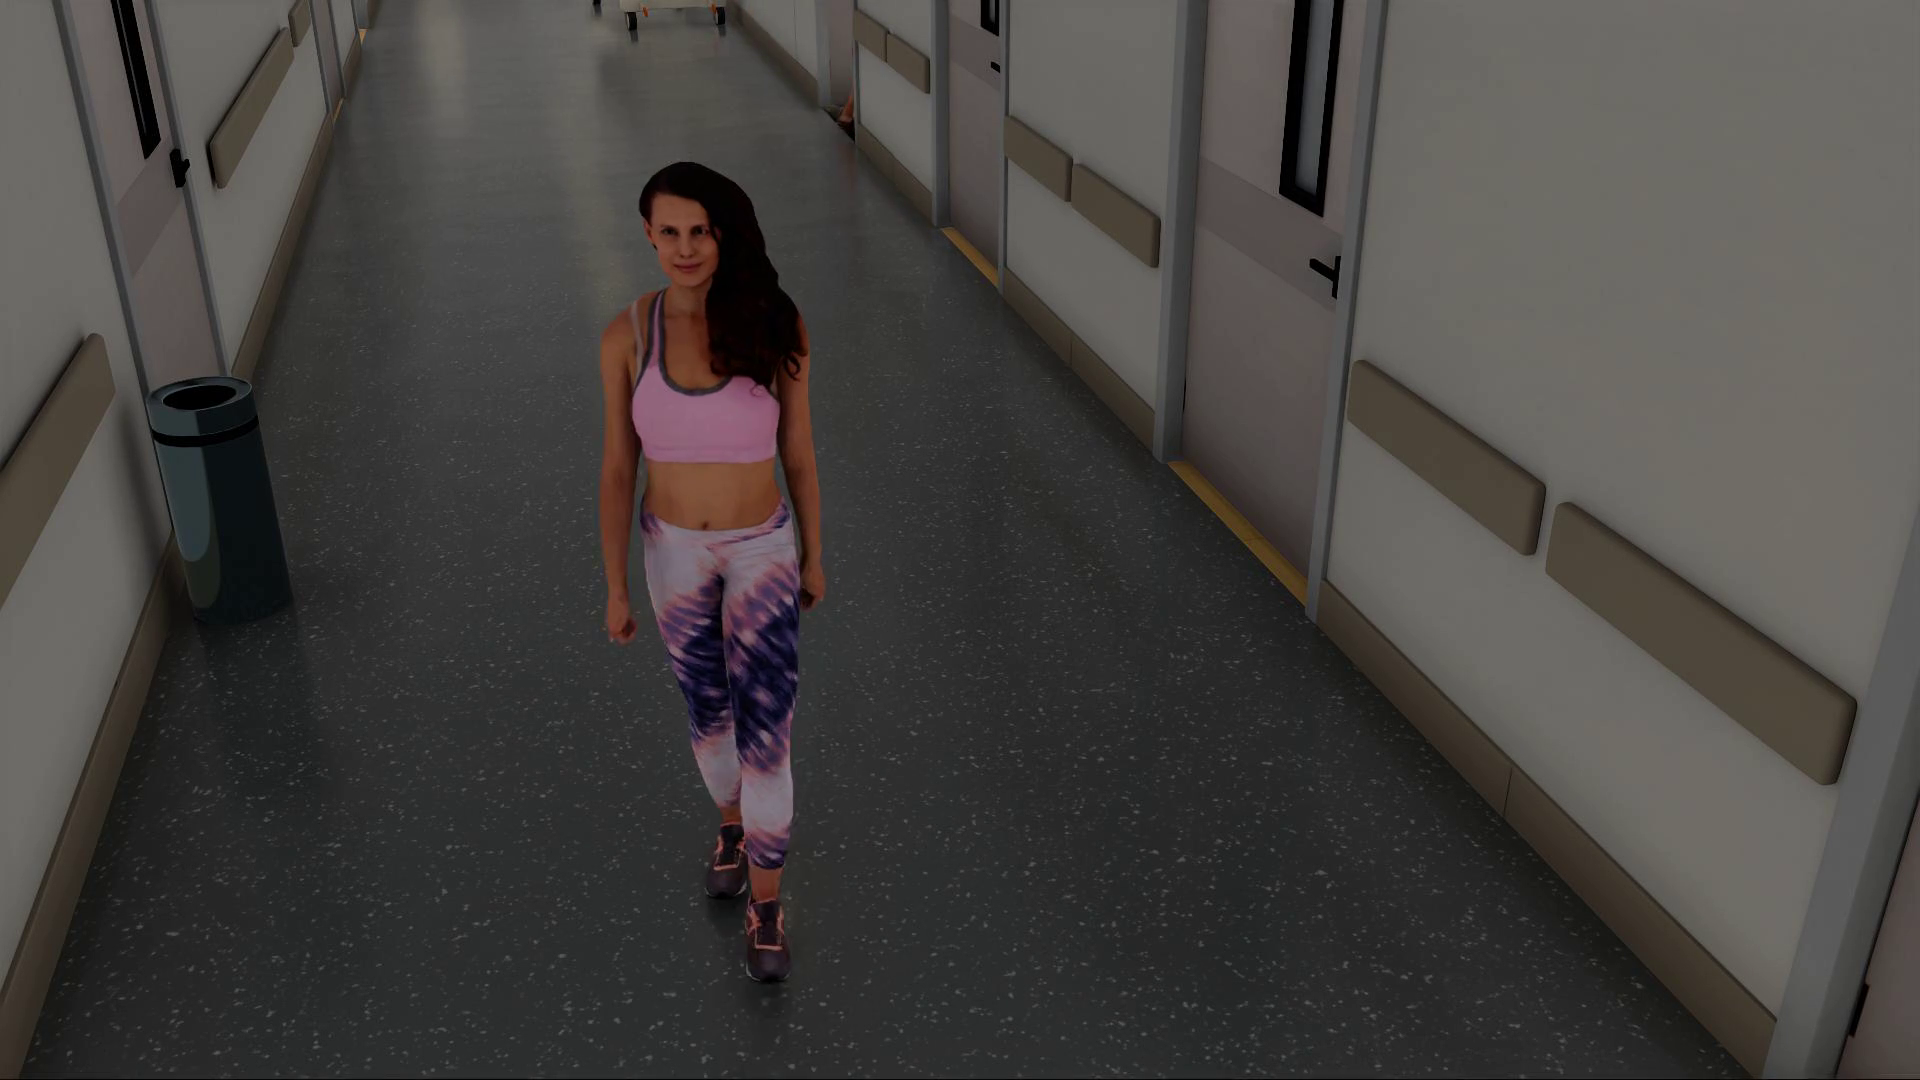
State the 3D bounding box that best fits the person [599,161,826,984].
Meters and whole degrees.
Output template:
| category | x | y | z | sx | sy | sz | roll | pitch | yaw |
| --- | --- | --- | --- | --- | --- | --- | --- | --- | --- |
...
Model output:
| category | x | y | z | sx | sy | sz | roll | pitch | yaw |
| --- | --- | --- | --- | --- | --- | --- | --- | --- | --- |
| person | -0.519 | 0.034 | 3.655 | 0.842 | 1.749 | 0.786 | 0 | 26 | -1 |
